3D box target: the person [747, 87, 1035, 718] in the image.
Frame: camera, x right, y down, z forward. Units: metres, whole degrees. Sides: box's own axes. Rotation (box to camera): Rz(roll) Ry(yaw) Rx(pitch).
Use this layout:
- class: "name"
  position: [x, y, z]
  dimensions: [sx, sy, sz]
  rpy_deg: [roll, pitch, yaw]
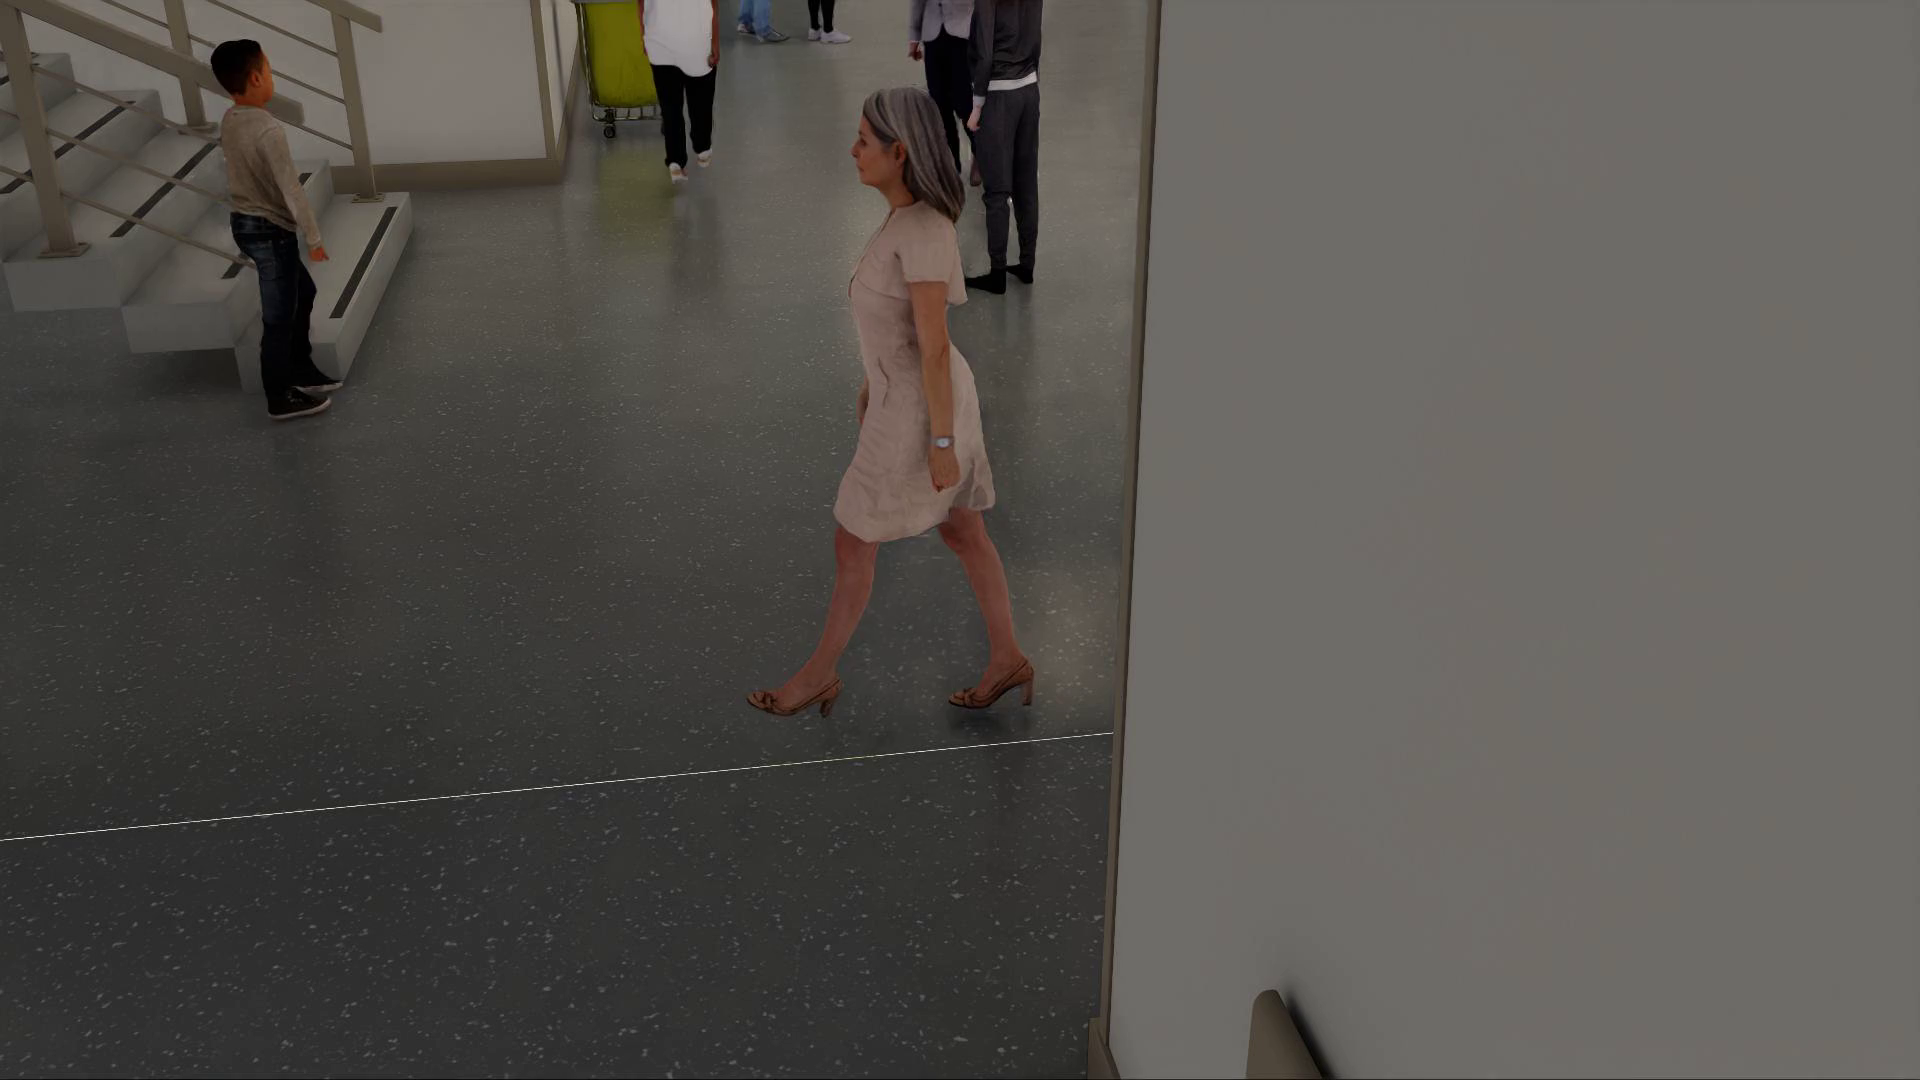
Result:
- class: "person"
  position: [-0.010, -0.278, 4.307]
  dimensions: [1.040, 1.702, 0.683]
  rpy_deg: [-2, 26, -3]

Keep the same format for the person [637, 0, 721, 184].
- class: "person"
  position: [-1.667, -2.927, 9.869]
  dimensions: [1.085, 1.644, 0.808]
  rpy_deg: [-1, 26, -2]

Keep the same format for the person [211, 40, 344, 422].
- class: "person"
  position: [-2.743, -1.159, 6.433]
  dimensions: [0.700, 1.444, 0.746]
  rpy_deg: [23, 34, 39]

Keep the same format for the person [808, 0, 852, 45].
- class: "person"
  position: [-1.226, -5.318, 14.681]
  dimensions: [0.676, 1.771, 0.689]
  rpy_deg: [-17, 31, -31]

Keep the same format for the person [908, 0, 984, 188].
- class: "person"
  position: [0.012, -2.956, 9.705]
  dimensions: [0.838, 1.839, 0.903]
  rpy_deg: [15, 30, 28]

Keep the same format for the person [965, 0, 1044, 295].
- class: "person"
  position: [0.221, -2.075, 7.945]
  dimensions: [0.621, 1.780, 0.721]
  rpy_deg: [-23, 34, -39]

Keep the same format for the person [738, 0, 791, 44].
- class: "person"
  position: [-1.825, -5.336, 14.634]
  dimensions: [0.688, 1.844, 0.779]
  rpy_deg: [-10, 28, -20]
